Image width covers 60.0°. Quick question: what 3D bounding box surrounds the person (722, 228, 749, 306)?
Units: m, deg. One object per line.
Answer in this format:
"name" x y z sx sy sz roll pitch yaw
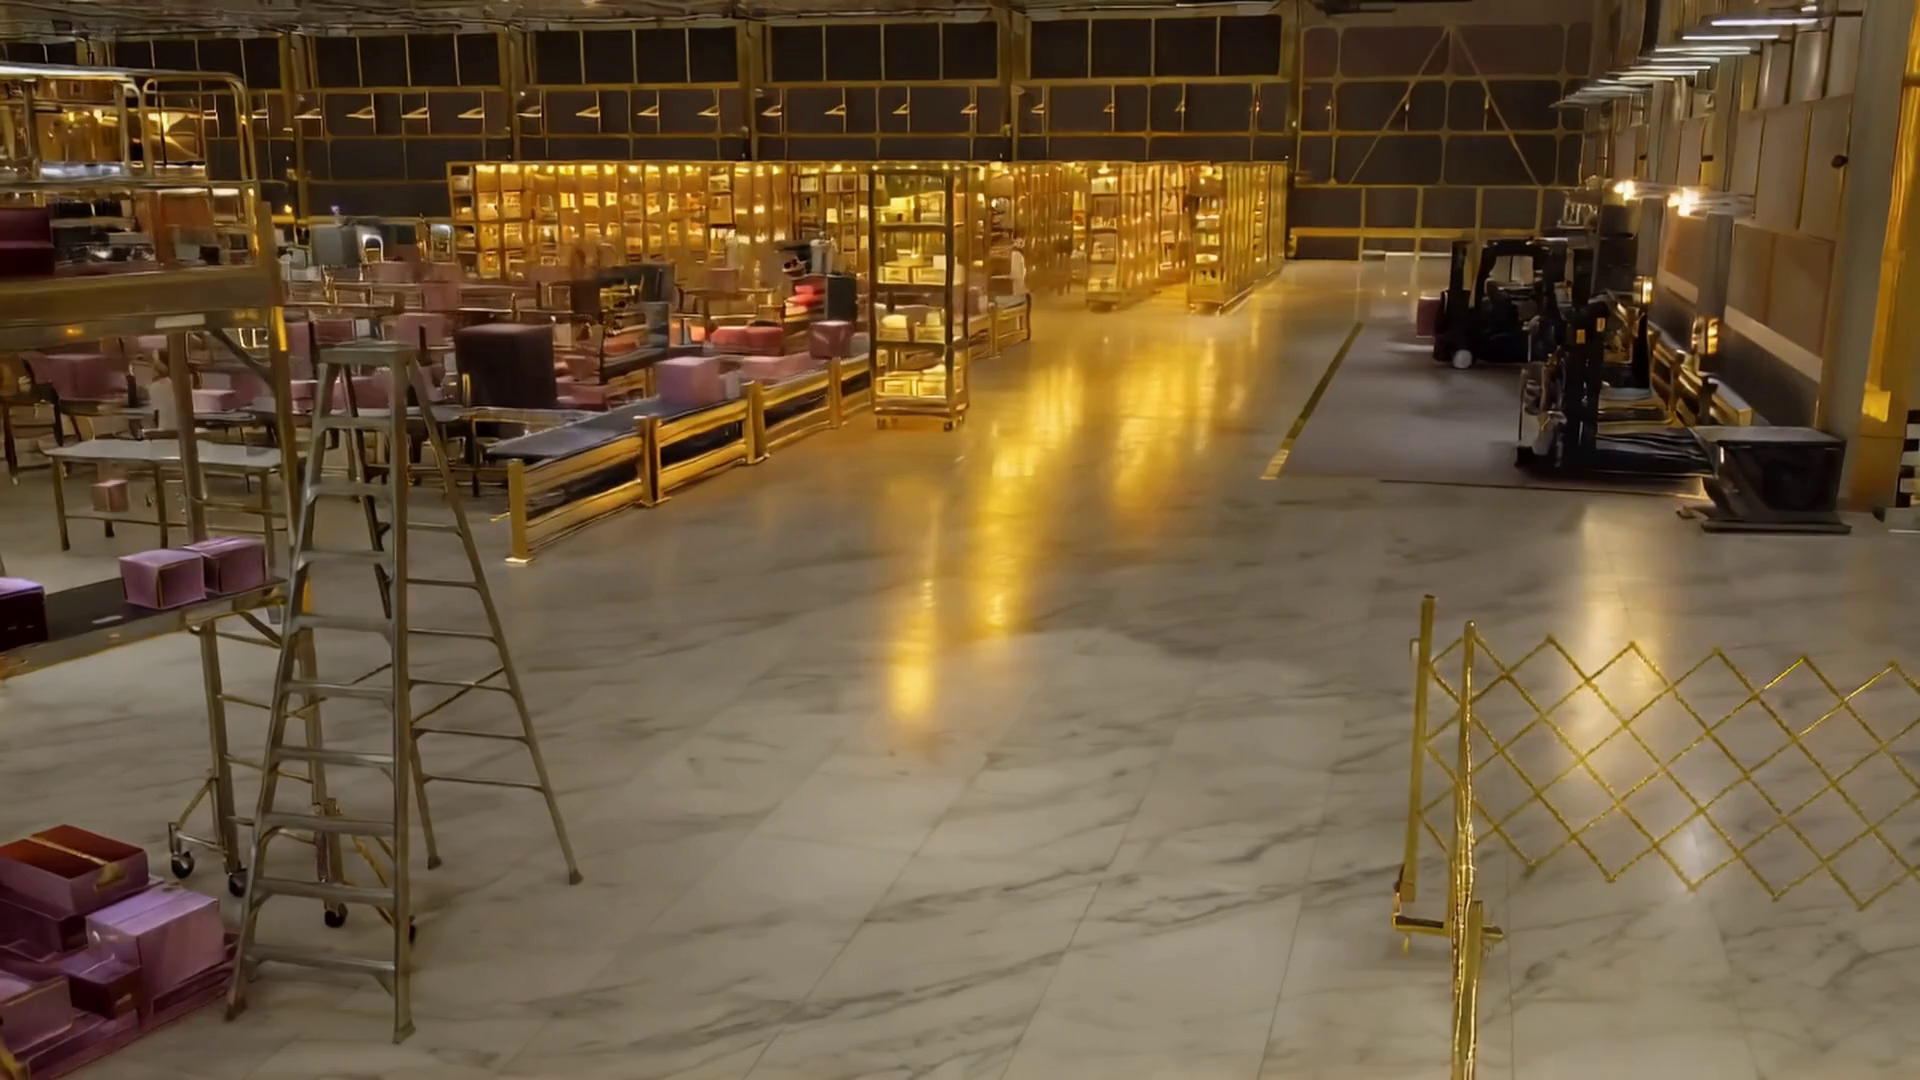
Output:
"person" -5.668 -6.906 42.116 0.929 1.966 0.622 7 15 29

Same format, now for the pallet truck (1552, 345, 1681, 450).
"pallet truck" 8.641 -1.896 21.908 1.630 1.274 0.653 4 14 16

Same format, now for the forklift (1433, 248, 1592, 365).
"forklift" 9.780 -4.111 29.280 2.680 1.987 1.157 3 13 14

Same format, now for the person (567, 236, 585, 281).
"person" -9.561 -6.656 41.399 0.592 1.797 0.588 -7 15 -28

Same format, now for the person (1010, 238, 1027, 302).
"person" 1.413 -6.370 40.109 0.423 1.818 0.596 3 13 14

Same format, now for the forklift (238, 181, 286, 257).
"forklift" -25.901 -11.763 61.081 1.129 2.768 1.873 4 14 16

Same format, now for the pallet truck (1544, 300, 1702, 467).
"pallet truck" 8.263 -1.952 20.631 1.885 1.965 0.823 5 14 20

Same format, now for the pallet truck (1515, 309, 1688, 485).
"pallet truck" 7.554 -1.677 19.446 1.885 1.965 0.823 3 13 14

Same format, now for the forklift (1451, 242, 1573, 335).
"forklift" 10.464 -4.597 31.405 2.680 1.987 1.157 4 14 16

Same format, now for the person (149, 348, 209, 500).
"person" -8.001 -1.024 16.952 0.675 1.849 0.538 3 13 13

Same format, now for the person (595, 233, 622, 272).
"person" -8.634 -6.602 40.943 0.669 1.889 0.443 -10 16 -37

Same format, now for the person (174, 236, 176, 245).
"person" -24.563 -9.044 51.389 0.606 1.941 0.412 -8 15 -30

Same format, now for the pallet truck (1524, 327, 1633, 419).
"pallet truck" 9.065 -2.460 24.370 1.522 1.261 0.704 3 13 14

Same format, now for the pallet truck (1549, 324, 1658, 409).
"pallet truck" 9.824 -2.669 25.407 1.601 1.201 0.680 4 14 16

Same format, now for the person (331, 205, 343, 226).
"person" -23.817 -11.867 63.734 1.042 1.883 0.549 1 13 6

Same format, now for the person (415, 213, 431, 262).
"person" -19.119 -10.754 59.235 0.485 1.735 0.347 -7 15 -28
